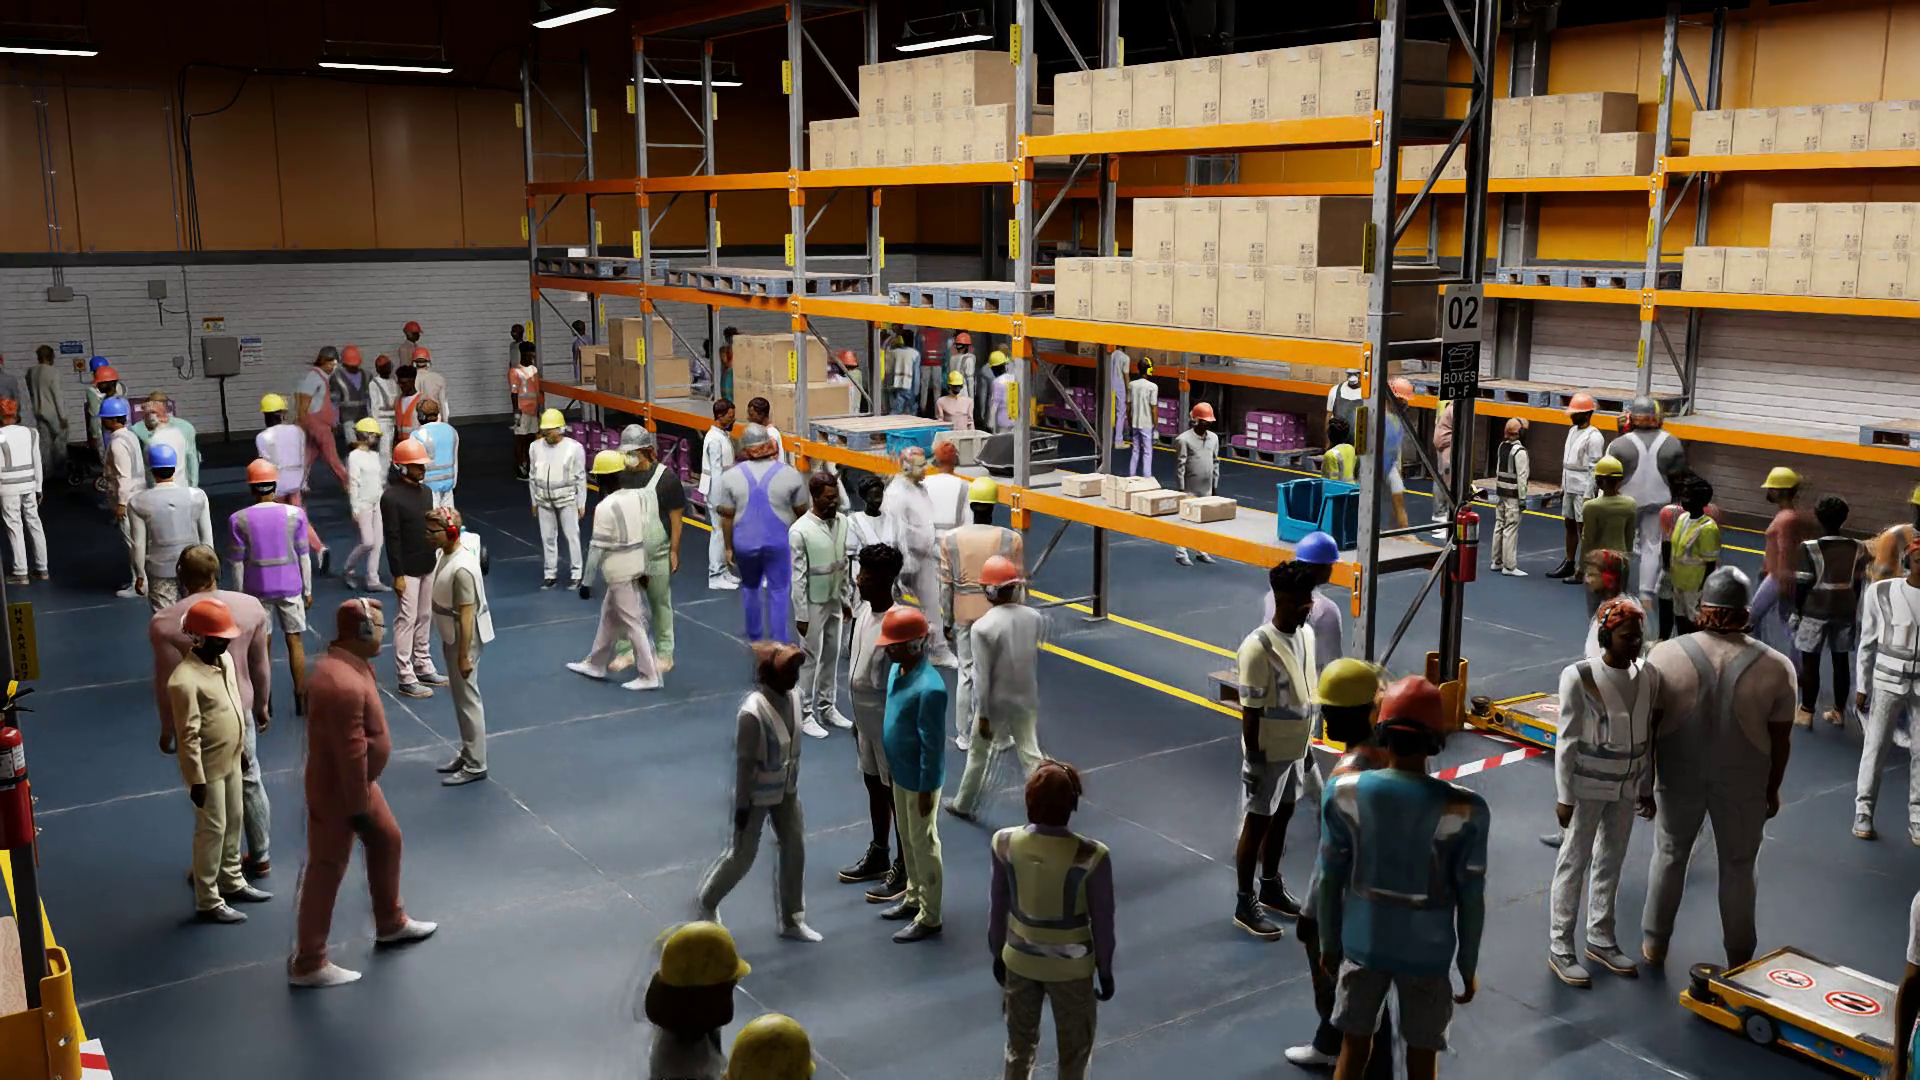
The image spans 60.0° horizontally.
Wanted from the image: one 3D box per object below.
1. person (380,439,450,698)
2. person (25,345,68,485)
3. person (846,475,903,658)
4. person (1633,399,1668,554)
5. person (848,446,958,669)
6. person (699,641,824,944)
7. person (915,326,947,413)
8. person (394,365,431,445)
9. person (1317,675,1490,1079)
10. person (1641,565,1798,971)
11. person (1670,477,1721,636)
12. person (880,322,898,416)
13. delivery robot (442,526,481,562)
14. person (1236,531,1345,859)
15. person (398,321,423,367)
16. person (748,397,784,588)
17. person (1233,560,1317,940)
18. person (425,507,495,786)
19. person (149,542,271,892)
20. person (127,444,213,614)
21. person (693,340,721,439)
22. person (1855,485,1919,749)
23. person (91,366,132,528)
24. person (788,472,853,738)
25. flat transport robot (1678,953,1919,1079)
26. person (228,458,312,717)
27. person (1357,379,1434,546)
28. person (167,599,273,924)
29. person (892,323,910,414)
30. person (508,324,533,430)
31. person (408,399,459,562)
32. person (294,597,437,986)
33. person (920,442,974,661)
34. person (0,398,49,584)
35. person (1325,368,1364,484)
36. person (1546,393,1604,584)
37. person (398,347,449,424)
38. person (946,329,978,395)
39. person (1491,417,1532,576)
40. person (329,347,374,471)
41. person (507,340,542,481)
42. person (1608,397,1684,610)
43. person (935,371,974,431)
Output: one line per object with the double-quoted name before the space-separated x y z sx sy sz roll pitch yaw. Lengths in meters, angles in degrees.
"person" -4.222 0.210 12.894 0.377 1.995 0.608 2 11 12
"person" -12.570 -1.728 22.971 0.641 1.935 0.401 5 12 23
"person" -0.684 0.331 13.044 0.535 1.697 0.318 -7 13 -31
"person" 7.496 -0.661 18.048 0.503 1.719 0.609 -5 12 -24
"person" -0.467 0.144 13.602 1.013 1.859 0.651 4 12 21
"person" -1.060 1.272 8.479 0.682 1.602 0.531 7 13 31
"person" -0.555 -3.303 31.300 0.628 1.834 0.429 -2 11 -10
"person" -6.474 -1.105 19.720 0.605 1.957 0.369 7 13 30
"person" 1.637 1.502 6.200 0.609 2.032 0.427 5 12 26
"person" 3.698 1.112 8.162 0.687 2.000 0.535 6 13 28
"person" 5.689 0.352 12.935 0.321 1.695 0.537 -1 11 -3
"person" -1.351 -3.095 30.253 0.403 1.824 0.594 -9 14 -38
"delivery robot" -5.070 0.099 16.921 0.477 0.478 0.707 -3 11 -13
"person" 2.006 0.894 9.668 0.966 1.893 0.641 -5 12 -23
"person" -8.936 -2.577 27.202 0.412 1.986 0.611 1 11 5
"person" -1.928 -0.484 16.683 0.397 1.909 0.599 -4 12 -18
"person" 1.653 1.062 8.611 0.365 1.962 0.613 9 14 39
"person" -3.263 0.680 10.901 0.398 1.836 0.562 -5 12 -25
"person" -4.099 0.969 9.158 0.355 1.936 0.635 9 14 40
"person" -6.121 0.223 12.945 0.605 1.949 0.402 -9 14 -37
"person" -4.155 -2.473 27.439 0.566 1.662 0.718 -8 13 -34
"person" 6.593 0.525 11.494 0.598 1.911 0.441 -3 11 -16
"person" -10.053 -1.104 19.775 0.551 1.932 0.378 10 15 41
"person" -1.005 0.452 11.891 0.392 1.911 0.584 7 13 31
"flat transport robot" 4.018 2.160 7.340 0.652 0.197 1.431 -7 13 -33
"person" -5.089 0.359 12.312 0.549 1.930 0.395 -4 12 -21
"person" 4.669 -0.800 18.239 0.621 1.924 1.190 -8 14 -36
"person" -3.891 1.152 8.733 0.354 1.739 0.572 0 11 -1
"person" -1.069 -3.170 30.637 0.406 1.830 0.578 -3 11 -15
"person" -7.582 -2.797 28.670 0.514 1.845 0.339 7 13 31
"person" -5.421 -0.533 17.090 0.429 1.841 0.634 5 12 25
"person" -2.959 1.208 8.177 0.736 1.858 0.666 -3 12 -17
"person" -0.136 0.075 14.027 0.573 1.829 1.025 1 11 3
"person" -9.519 -0.493 16.778 0.337 1.882 0.583 4 12 22
"person" 4.692 -1.189 19.937 0.683 2.000 0.538 5 12 25
"person" 6.227 -0.522 16.788 0.355 1.938 0.544 -2 11 -11
"person" -7.033 -1.534 21.853 0.620 1.986 0.409 -4 12 -18
"person" -0.026 -2.650 27.848 0.607 1.883 0.961 -11 15 -44
"person" 5.699 -0.449 17.181 0.306 1.639 0.524 -2 11 -8
"person" -8.124 -1.621 22.346 1.030 1.970 0.658 8 14 36
"person" -6.085 -1.820 23.381 0.377 1.957 0.603 4 12 18
"person" 6.485 -0.395 15.873 0.700 2.000 0.871 2 11 11
"person" -0.065 -1.244 20.922 0.525 1.769 0.327 -4 12 -20
